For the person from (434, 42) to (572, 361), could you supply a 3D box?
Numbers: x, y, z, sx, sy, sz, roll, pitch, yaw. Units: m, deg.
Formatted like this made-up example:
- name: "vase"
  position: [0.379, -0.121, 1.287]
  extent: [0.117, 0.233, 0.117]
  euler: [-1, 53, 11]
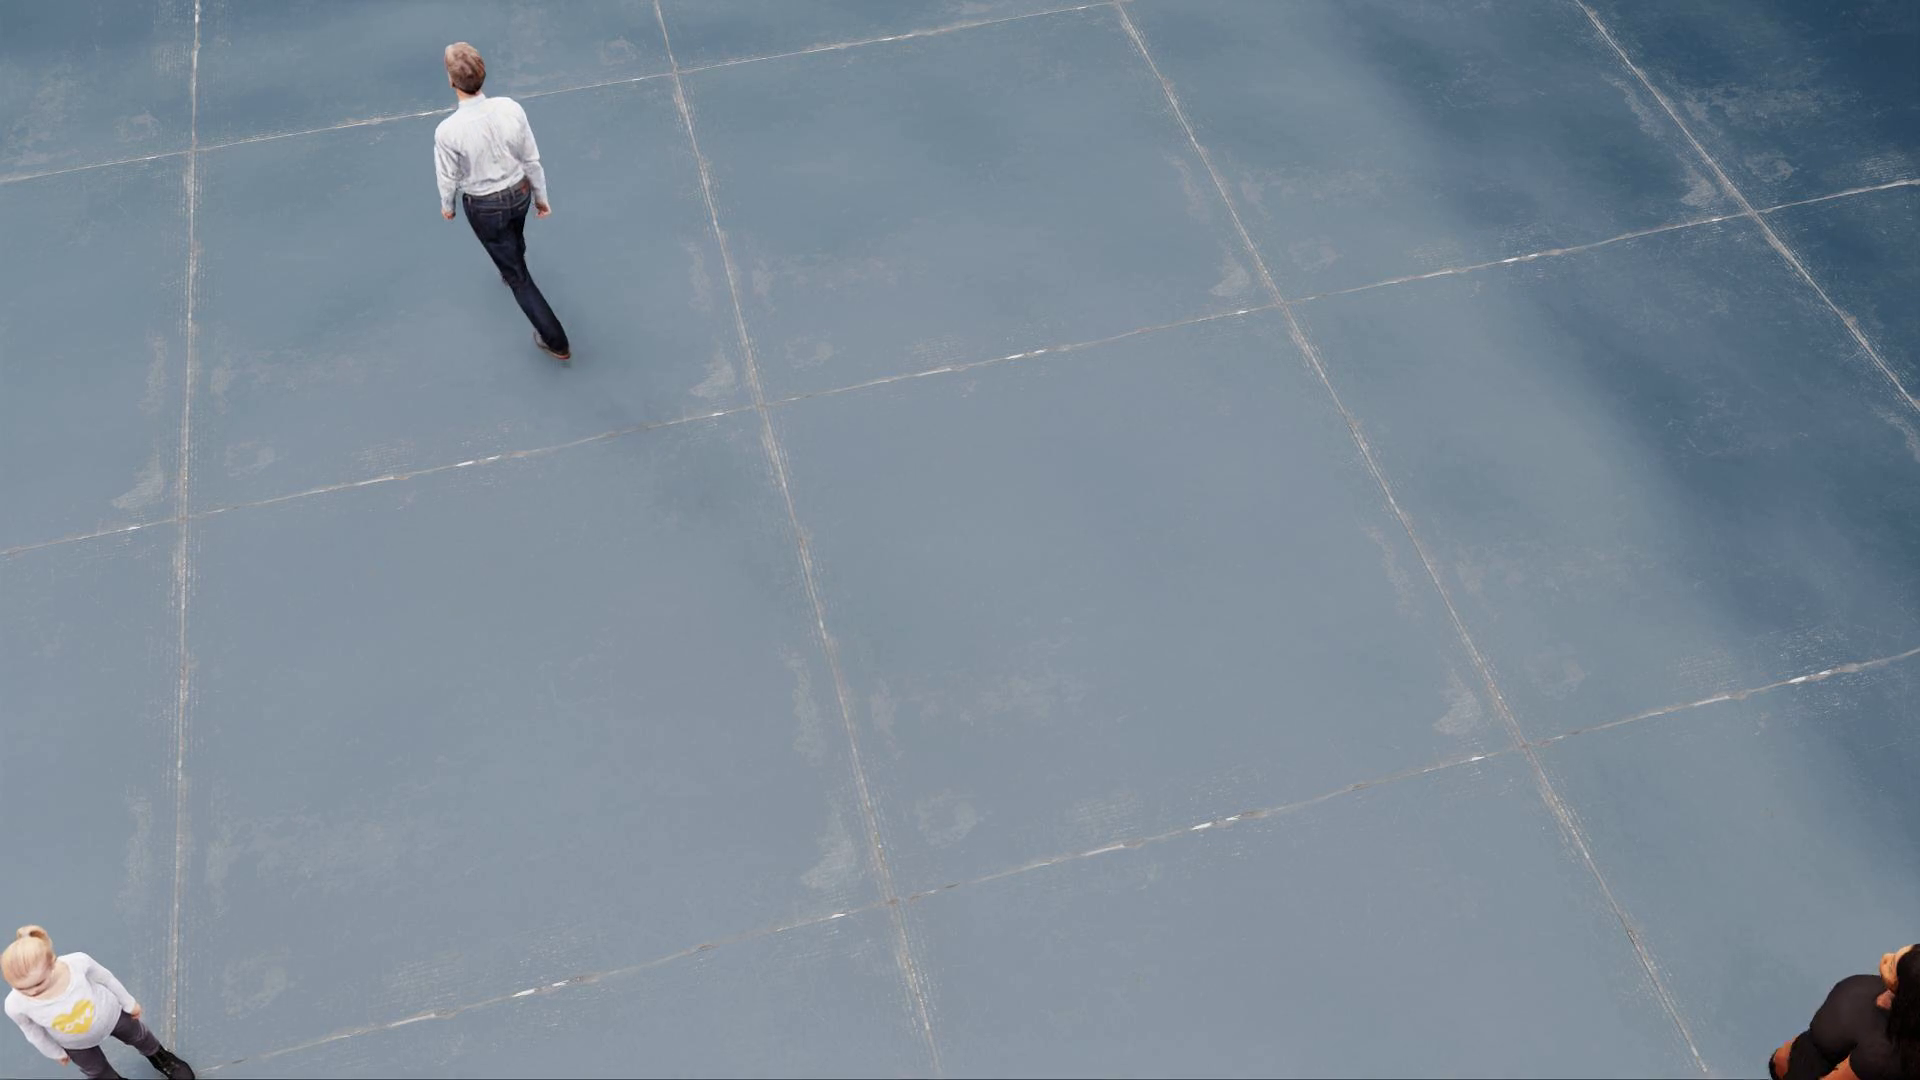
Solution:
- name: "person"
  position: [-2.341, -1.681, 8.582]
  extent: [1.028, 1.767, 1.287]
  euler: [-36, 60, -24]

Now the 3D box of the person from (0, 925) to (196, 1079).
- name: "person"
  position: [-3.251, 1.795, 6.200]
  extent: [0.566, 1.278, 0.600]
  euler: [-37, 61, -25]
